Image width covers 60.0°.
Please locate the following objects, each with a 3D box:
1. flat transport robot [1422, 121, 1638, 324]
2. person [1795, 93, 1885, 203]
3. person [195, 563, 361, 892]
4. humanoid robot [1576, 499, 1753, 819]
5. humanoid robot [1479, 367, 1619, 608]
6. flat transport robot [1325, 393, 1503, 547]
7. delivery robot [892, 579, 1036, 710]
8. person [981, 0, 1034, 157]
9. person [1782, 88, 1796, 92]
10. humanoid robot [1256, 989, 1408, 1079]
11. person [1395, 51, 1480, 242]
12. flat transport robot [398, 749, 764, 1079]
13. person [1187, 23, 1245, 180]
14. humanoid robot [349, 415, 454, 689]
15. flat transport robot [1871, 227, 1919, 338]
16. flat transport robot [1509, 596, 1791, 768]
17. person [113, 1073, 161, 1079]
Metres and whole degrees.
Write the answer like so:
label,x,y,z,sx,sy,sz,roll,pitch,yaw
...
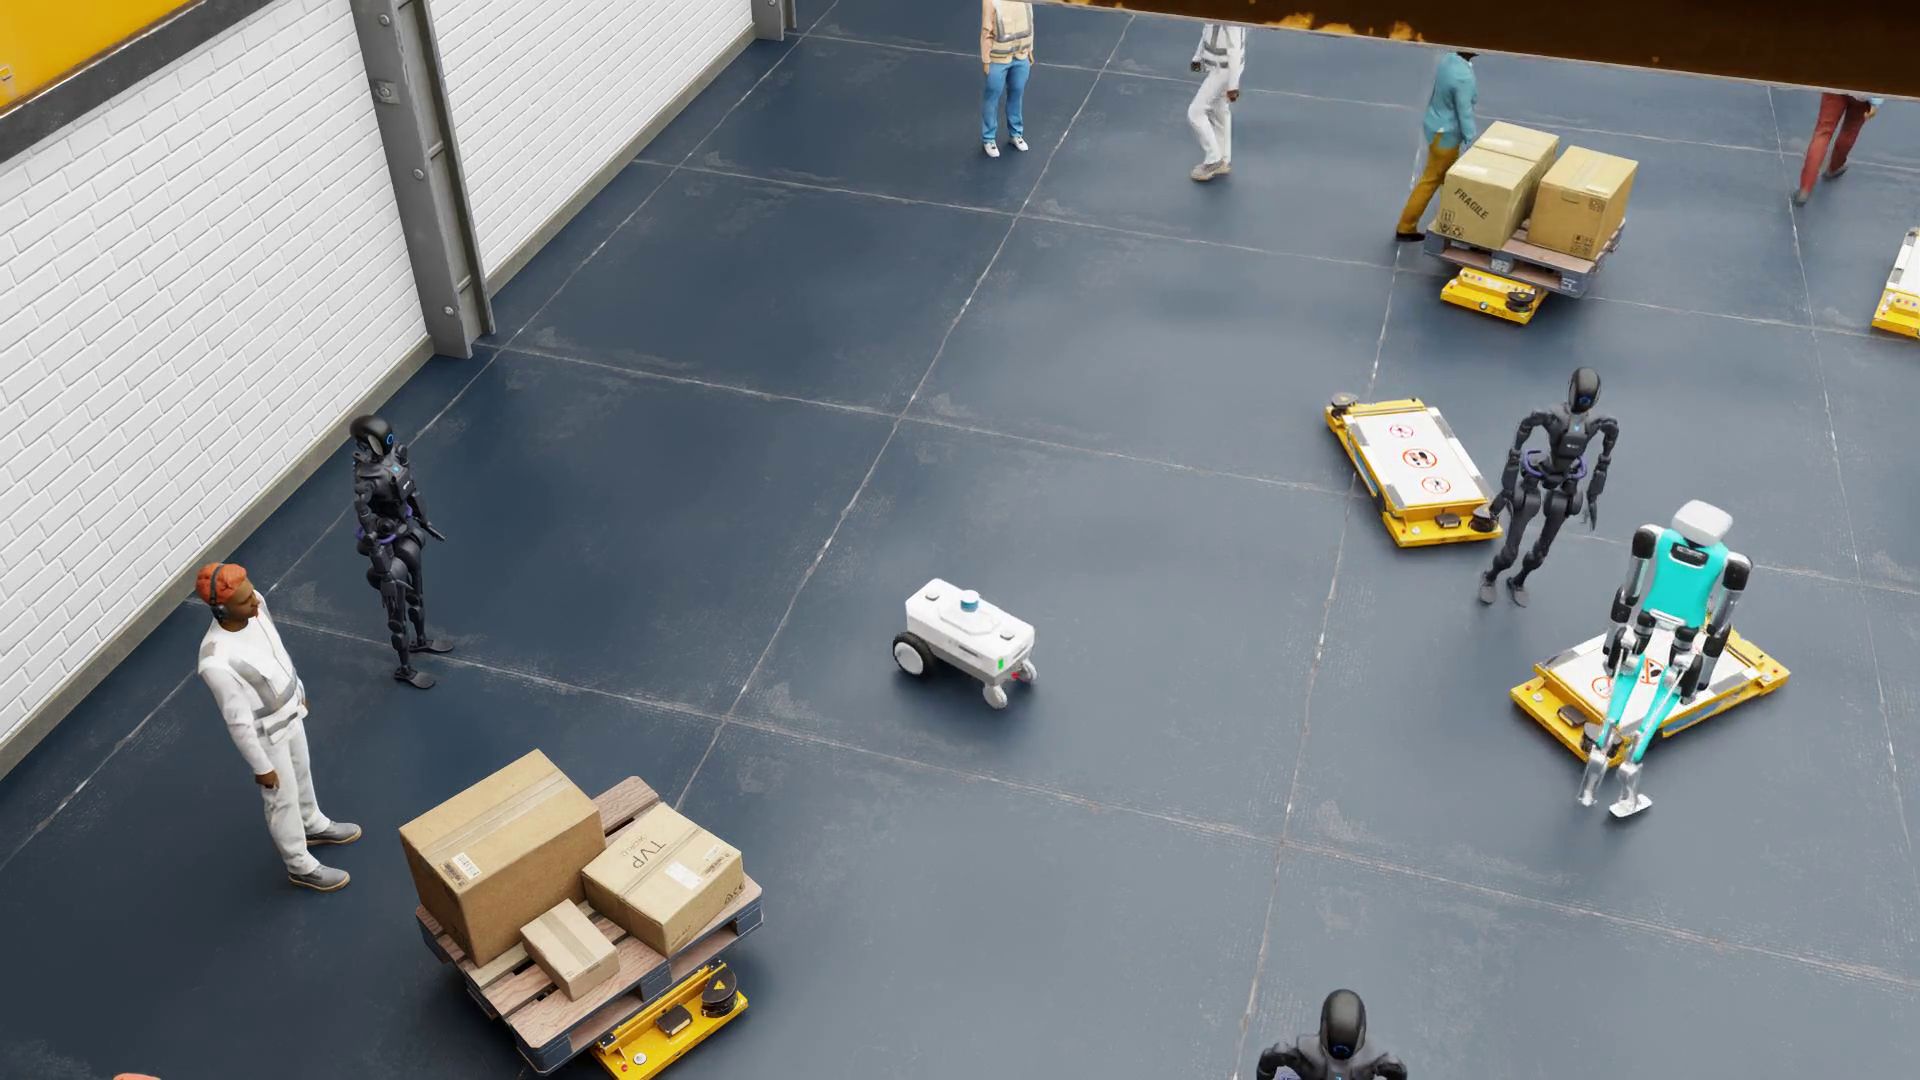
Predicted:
label,x,y,z,sx,sy,sz,roll,pitch,yaw
flat transport robot,4.228,-2.106,12.624,0.659,0.231,1.431,23,44,26
person,7.144,-3.625,13.274,0.524,1.838,0.941,25,45,28
person,-3.159,0.852,7.656,0.348,1.882,0.582,-2,39,-3
humanoid robot,3.267,0.692,7.975,0.548,1.793,0.714,25,45,27
humanoid robot,3.265,-0.288,9.247,0.585,1.643,0.377,3,39,4
flat transport robot,2.874,-0.480,10.601,0.659,0.231,1.431,-5,39,-7
delivery robot,0.039,0.530,9.124,0.808,0.604,0.499,26,46,29
person,0.383,-4.055,13.890,0.481,1.719,0.376,-19,43,-22
person,7.822,-5.025,15.032,0.685,1.820,0.614,-23,44,-26
humanoid robot,1.349,2.162,6.203,0.600,1.635,0.556,4,39,5
person,3.827,-3.098,12.694,0.862,1.710,0.554,-3,39,-3
flat transport robot,-1.679,1.866,7.684,0.659,0.231,1.431,-31,48,-32
person,2.070,-3.804,13.459,0.506,1.865,0.594,2,39,3
humanoid robot,-2.980,0.031,8.831,0.315,1.657,0.599,6,39,8
flat transport robot,7.262,-1.883,12.347,0.659,0.231,1.431,22,44,25
flat transport robot,3.771,0.761,9.058,1.431,0.231,0.659,-19,42,-22
person,-2.559,2.433,5.647,0.547,1.937,0.355,-15,41,-18
